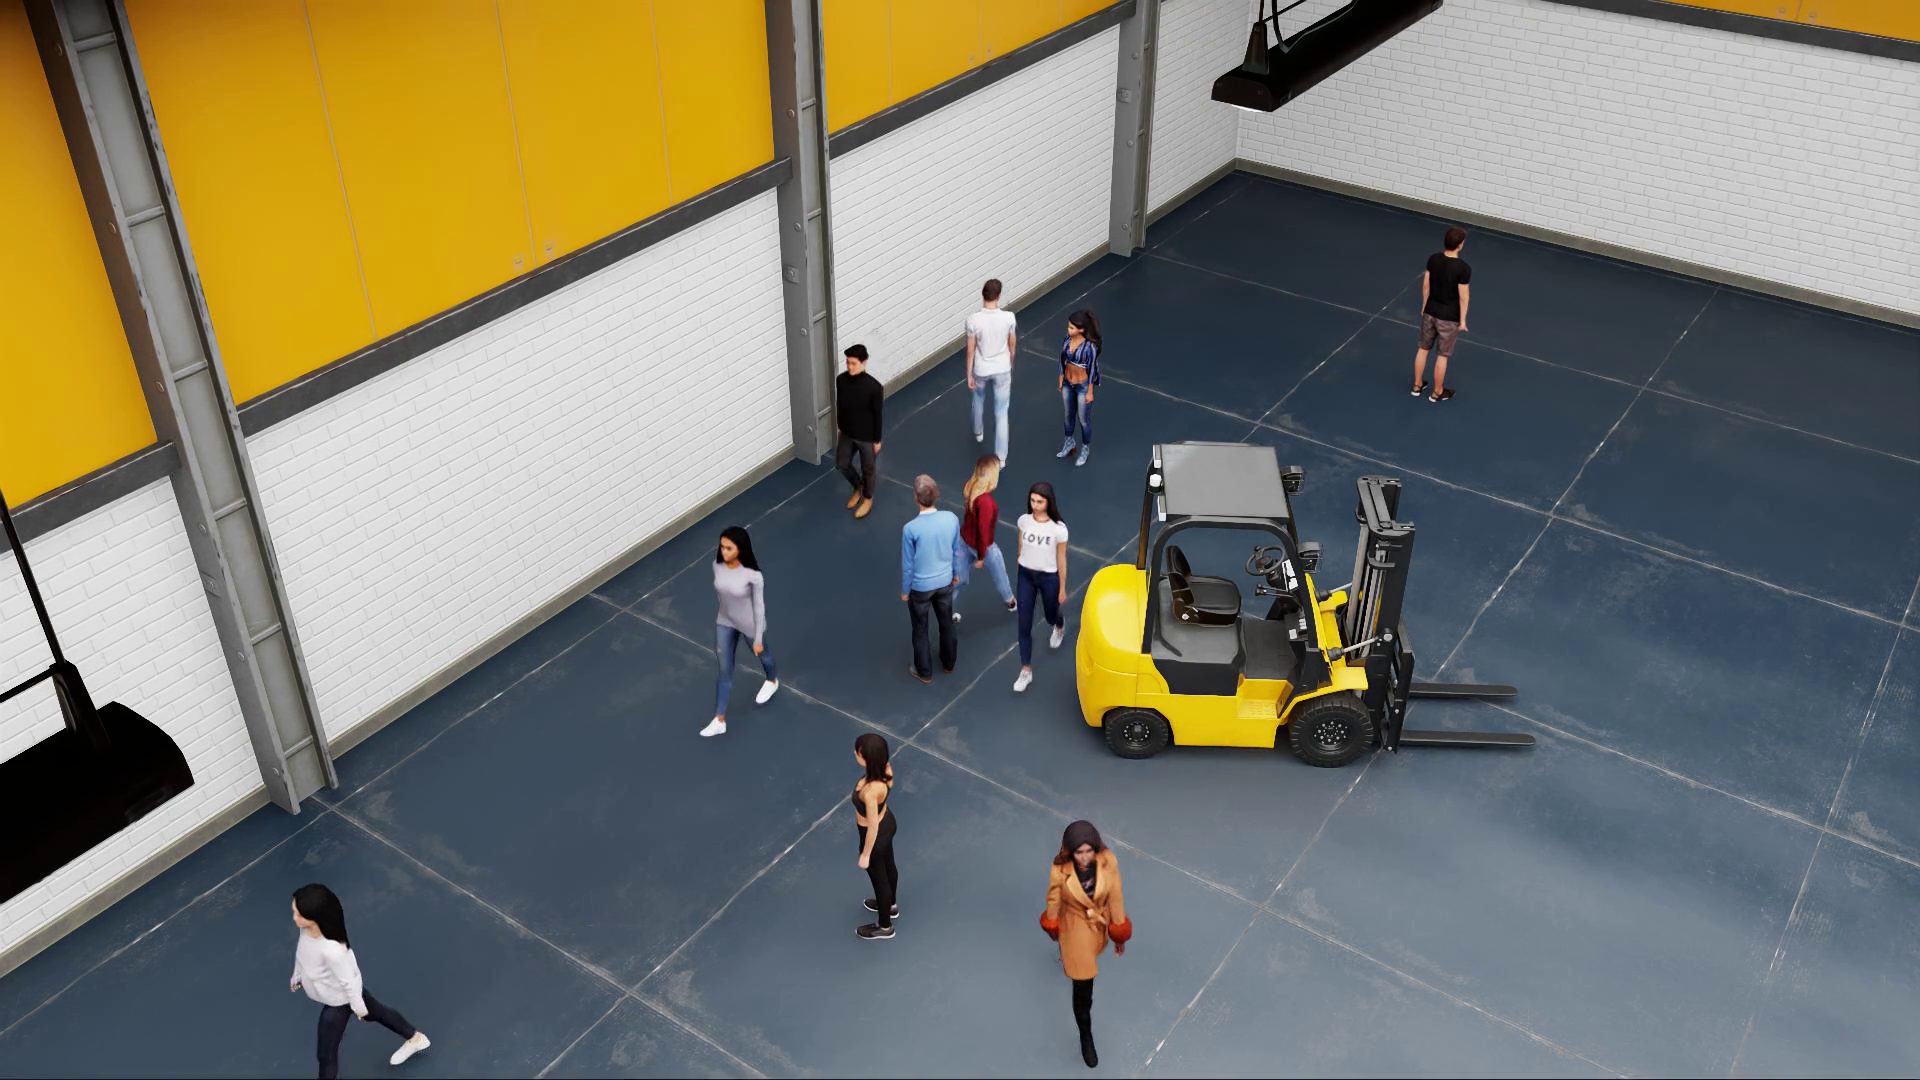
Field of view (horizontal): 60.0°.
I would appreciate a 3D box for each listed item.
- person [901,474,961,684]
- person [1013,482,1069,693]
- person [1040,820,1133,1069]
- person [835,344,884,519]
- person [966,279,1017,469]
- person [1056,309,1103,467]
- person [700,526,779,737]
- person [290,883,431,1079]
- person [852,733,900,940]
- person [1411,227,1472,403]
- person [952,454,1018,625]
[{"bbox_3d":[-0.231,0.303,12.963,0.665,1.813,0.802,-16,37,-23],"label":"person"},{"bbox_3d":[0.669,0.299,13.029,0.742,1.745,1.148,14,36,20],"label":"person"},{"bbox_3d":[0.717,2.301,10.073,1.195,1.685,1.198,-9,35,-13],"label":"person"},{"bbox_3d":[-0.878,-1.025,15.046,0.685,1.717,0.608,18,38,25],"label":"person"},{"bbox_3d":[0.323,-1.531,15.728,1.073,1.806,1.261,0,34,0],"label":"person"},{"bbox_3d":[1.121,-1.459,15.788,0.647,1.619,0.593,28,43,35],"label":"person"},{"bbox_3d":[-1.586,0.617,12.607,0.725,1.684,1.162,16,37,22],"label":"person"},{"bbox_3d":[-3.519,2.589,9.670,1.215,1.652,0.889,-22,39,-29],"label":"person"},{"bbox_3d":[-0.527,1.897,10.718,0.690,1.643,0.554,7,34,10],"label":"person"},{"bbox_3d":[4.866,-2.292,16.823,0.654,1.861,0.726,-27,42,-35],"label":"person"},{"bbox_3d":[0.082,0.068,13.530,1.189,1.575,0.927,-19,38,-26],"label":"person"}]
